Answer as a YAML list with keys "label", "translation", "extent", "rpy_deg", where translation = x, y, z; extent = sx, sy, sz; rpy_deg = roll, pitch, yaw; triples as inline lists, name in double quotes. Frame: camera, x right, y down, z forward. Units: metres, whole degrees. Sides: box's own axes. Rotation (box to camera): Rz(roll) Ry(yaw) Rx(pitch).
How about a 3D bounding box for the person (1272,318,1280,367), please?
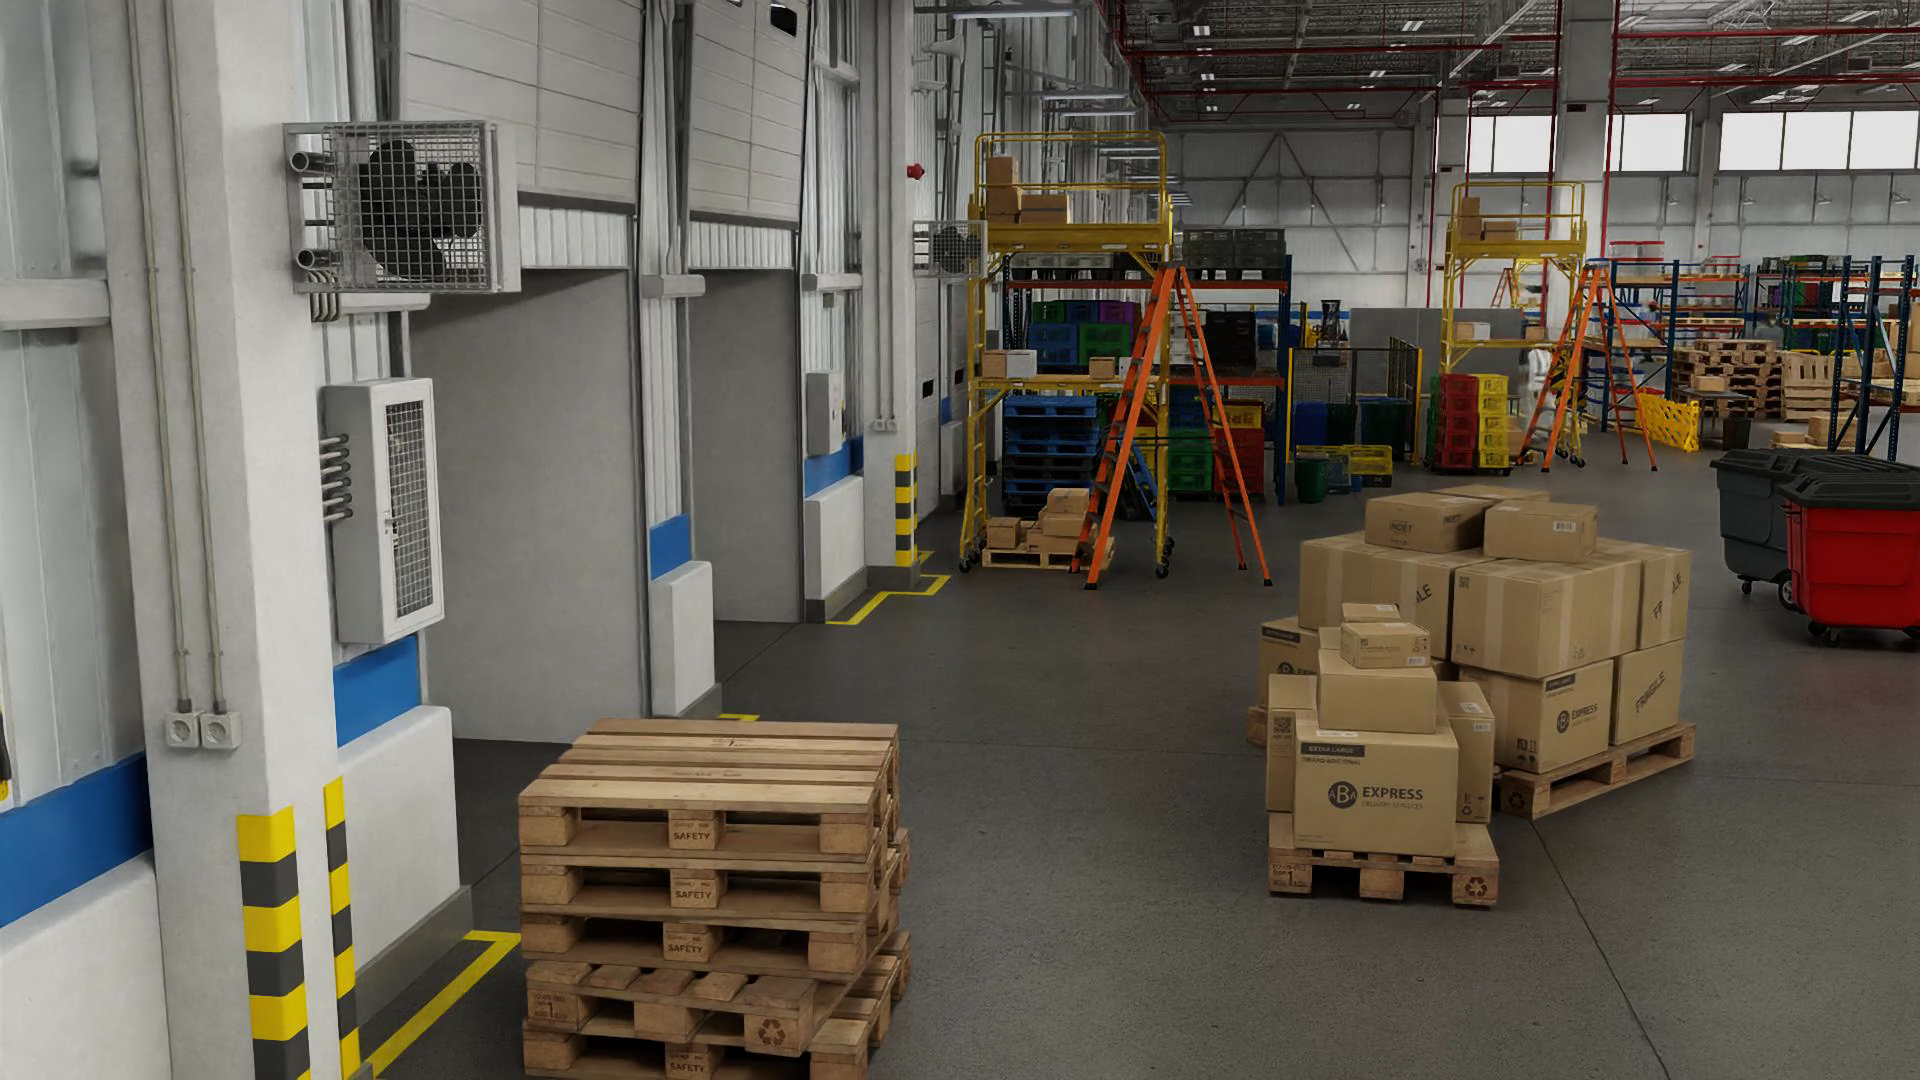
- label: "person"
  translation: [8.923, -5.437, 46.143]
  extent: [0.539, 1.619, 0.471]
  rpy_deg: [-8, 12, -40]

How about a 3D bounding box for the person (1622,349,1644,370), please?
- label: "person"
  translation: [15.489, -4.228, 38.453]
  extent: [0.830, 1.710, 0.486]
  rpy_deg: [-3, 10, -20]

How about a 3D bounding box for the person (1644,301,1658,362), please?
- label: "person"
  translation: [21.512, -6.493, 51.837]
  extent: [0.434, 1.899, 0.677]
  rpy_deg: [8, 12, 42]

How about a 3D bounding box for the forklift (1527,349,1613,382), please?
- label: "forklift"
  translation: [15.190, -5.276, 41.307]
  extent: [1.873, 2.768, 1.129]
  rpy_deg: [1, 9, 9]

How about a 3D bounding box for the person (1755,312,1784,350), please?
- label: "person"
  translation: [18.304, -4.211, 37.713]
  extent: [0.628, 1.923, 0.603]
  rpy_deg: [0, 9, 2]

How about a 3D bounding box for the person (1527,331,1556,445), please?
- label: "person"
  translation: [9.513, -2.463, 27.068]
  extent: [0.592, 1.871, 0.605]
  rpy_deg: [-6, 11, -31]

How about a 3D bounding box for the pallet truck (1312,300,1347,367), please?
- label: "pallet truck"
  translation: [11.159, -6.200, 49.718]
  extent: [0.823, 1.965, 1.885]
  rpy_deg: [4, 10, 26]
